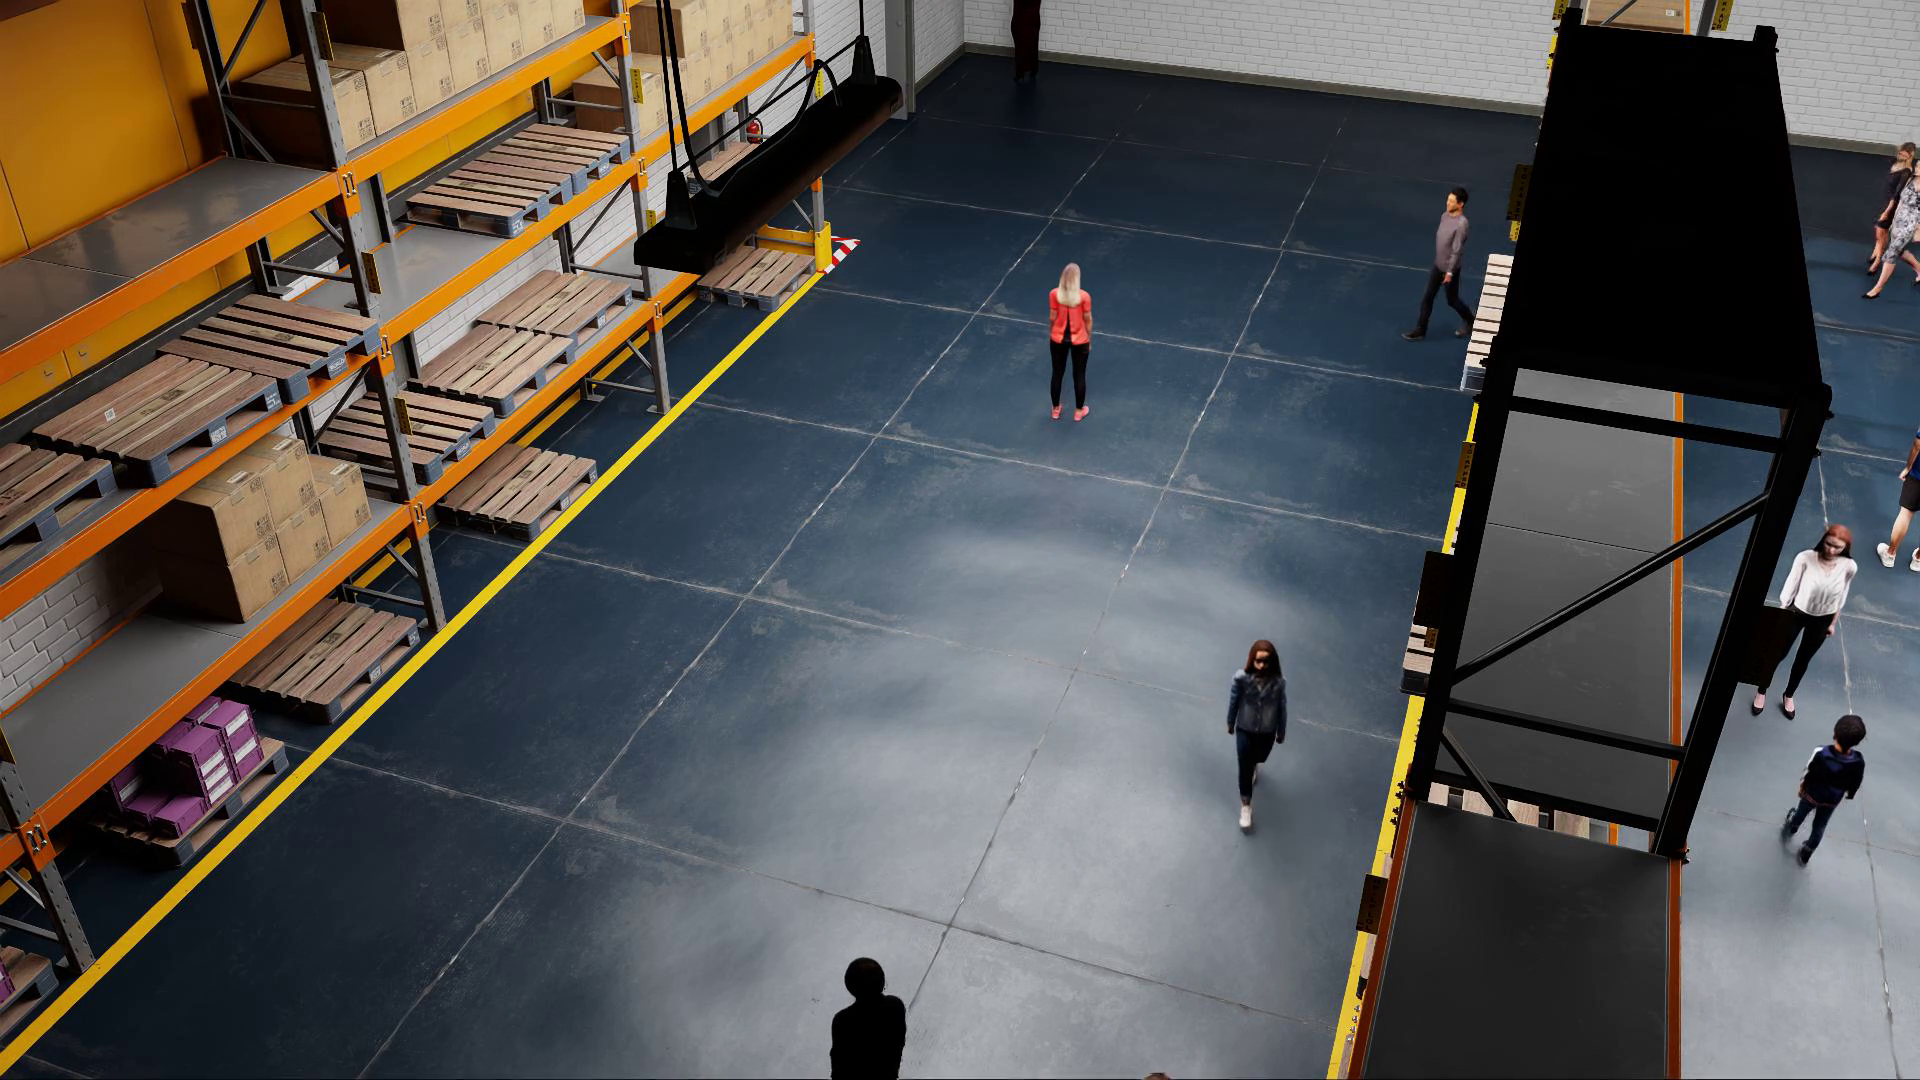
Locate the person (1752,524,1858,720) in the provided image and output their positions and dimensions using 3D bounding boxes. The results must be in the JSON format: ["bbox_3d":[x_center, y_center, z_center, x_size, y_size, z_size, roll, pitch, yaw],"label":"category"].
[{"bbox_3d":[6.498,0.617,12.762,0.620,1.761,0.522,7,34,11],"label":"person"}]

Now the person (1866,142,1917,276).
[{"bbox_3d":[11.056,-3.974,19.761,0.791,1.657,0.496,12,36,18],"label":"person"}]

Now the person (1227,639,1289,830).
[{"bbox_3d":[2.144,1.311,11.995,0.728,1.454,1.004,3,34,5],"label":"person"}]

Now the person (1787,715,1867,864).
[{"bbox_3d":[6.019,1.754,11.553,0.543,1.205,0.697,12,35,17],"label":"person"}]

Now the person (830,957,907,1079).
[{"bbox_3d":[-0.480,2.987,9.279,0.810,1.669,0.877,-11,35,-16],"label":"person"}]

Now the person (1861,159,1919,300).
[{"bbox_3d":[10.990,-3.586,19.161,0.964,1.678,1.091,-4,34,-6],"label":"person"}]

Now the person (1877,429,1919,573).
[{"bbox_3d":[8.472,-0.581,14.469,0.640,1.866,0.562,10,35,15],"label":"person"}]

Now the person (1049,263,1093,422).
[{"bbox_3d":[1.102,-1.997,16.755,0.601,1.693,0.541,9,35,14],"label":"person"}]

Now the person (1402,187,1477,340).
[{"bbox_3d":[5.419,-2.989,18.206,1.121,1.740,1.133,-20,39,-28],"label":"person"}]

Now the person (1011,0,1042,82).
[{"bbox_3d":[1.034,-8.001,25.730,0.729,1.757,0.820,-21,39,-28],"label":"person"}]
